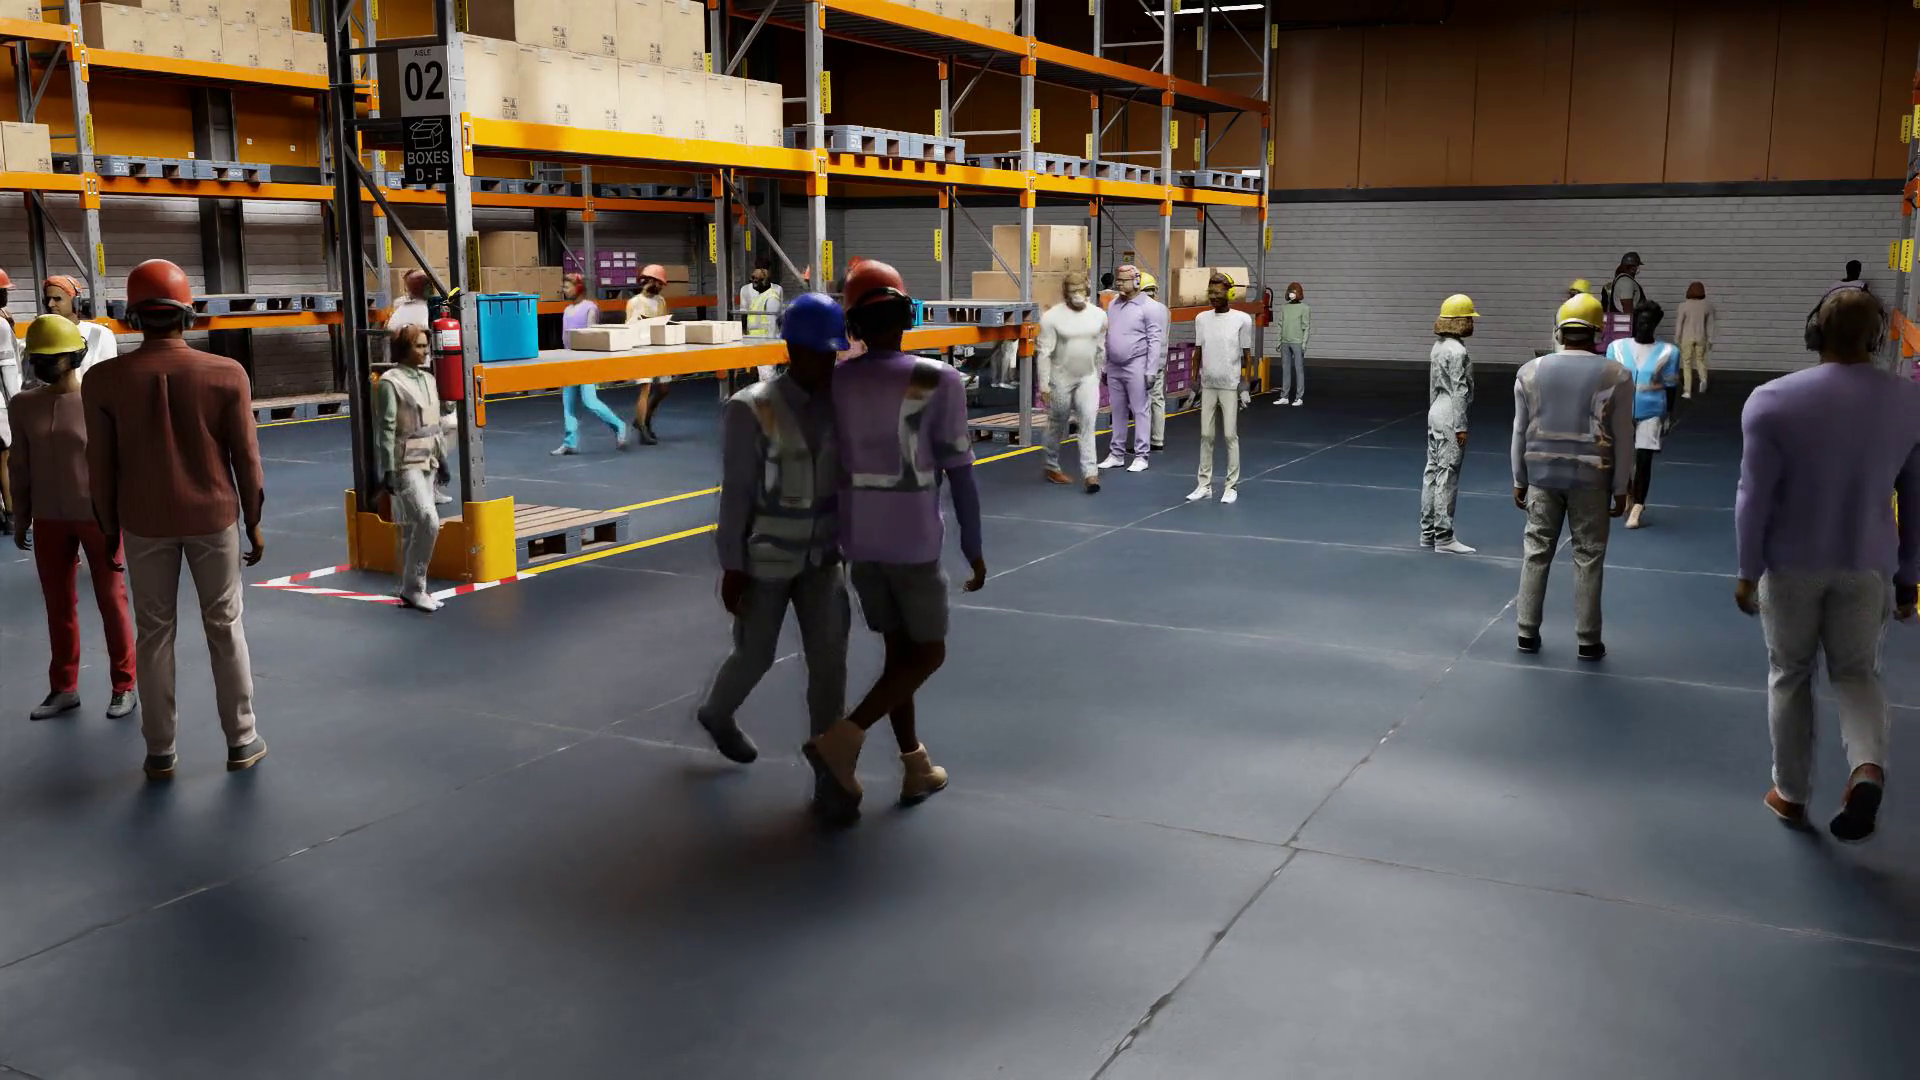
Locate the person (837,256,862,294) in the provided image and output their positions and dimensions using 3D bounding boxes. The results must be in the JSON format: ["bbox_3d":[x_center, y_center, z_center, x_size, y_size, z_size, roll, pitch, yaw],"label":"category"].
[{"bbox_3d":[-1.616,-3.446,26.044,0.645,1.969,0.463,-1,10,-5],"label":"person"}]

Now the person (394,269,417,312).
[{"bbox_3d":[-6.234,-2.191,19.131,0.528,1.851,0.713,0,10,1],"label":"person"}]

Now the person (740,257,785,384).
[{"bbox_3d":[-2.639,-2.803,22.321,0.607,1.965,0.366,0,10,3],"label":"person"}]

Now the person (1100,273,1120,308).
[{"bbox_3d":[2.423,-3.537,27.349,0.535,1.697,0.318,2,10,11],"label":"person"}]

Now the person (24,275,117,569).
[{"bbox_3d":[-5.577,-0.716,10.474,0.584,1.882,0.346,0,10,0],"label":"person"}]

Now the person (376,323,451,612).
[{"bbox_3d":[-3.021,-0.397,9.346,0.433,1.623,0.538,2,10,10],"label":"person"}]

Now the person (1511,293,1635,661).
[{"bbox_3d":[3.058,-0.312,8.329,0.591,1.823,0.405,7,12,35],"label":"person"}]

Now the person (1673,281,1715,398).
[{"bbox_3d":[10.234,-2.783,23.177,0.512,1.620,0.412,1,10,4],"label":"person"}]

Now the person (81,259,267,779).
[{"bbox_3d":[-3.010,-0.073,6.426,0.612,1.997,0.375,-4,10,-21],"label":"person"}]

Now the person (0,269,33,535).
[{"bbox_3d":[-6.904,-1.005,11.977,0.547,1.942,0.344,7,12,35],"label":"person"}]

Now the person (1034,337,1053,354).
[{"bbox_3d":[1.273,-2.902,23.069,0.544,1.911,0.659,-1,10,-6],"label":"person"}]

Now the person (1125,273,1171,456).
[{"bbox_3d":[1.851,-1.745,16.604,0.404,1.824,0.591,9,13,42],"label":"person"}]

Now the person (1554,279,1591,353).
[{"bbox_3d":[7.120,-2.160,19.309,0.893,1.720,0.535,-8,13,-38],"label":"person"}]

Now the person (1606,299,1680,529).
[{"bbox_3d":[5.032,-0.940,12.327,0.546,1.685,0.535,6,12,31],"label":"person"}]

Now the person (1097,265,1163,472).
[{"bbox_3d":[1.555,-1.586,15.440,0.402,1.911,0.638,-9,13,-42],"label":"person"}]

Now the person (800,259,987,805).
[{"bbox_3d":[-0.267,0.009,5.945,0.639,1.999,0.689,5,11,29],"label":"person"}]

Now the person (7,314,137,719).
[{"bbox_3d":[-3.835,-0.089,7.193,0.532,1.765,0.328,0,10,-2],"label":"person"}]

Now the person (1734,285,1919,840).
[{"bbox_3d":[2.974,0.102,5.666,0.625,1.922,0.669,2,10,14],"label":"person"}]

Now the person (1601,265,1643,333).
[{"bbox_3d":[10.436,-3.429,26.306,0.634,1.839,0.429,2,10,12],"label":"person"}]

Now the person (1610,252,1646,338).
[{"bbox_3d":[9.809,-3.197,24.386,0.538,2.000,0.687,2,10,9],"label":"person"}]

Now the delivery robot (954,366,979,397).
[{"bbox_3d":[-0.075,-2.013,21.555,0.477,0.478,0.707,8,13,39],"label":"delivery robot"}]

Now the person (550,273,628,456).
[{"bbox_3d":[-3.764,-1.765,16.706,0.743,1.825,0.579,-10,14,-44],"label":"person"}]

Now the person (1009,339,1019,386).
[{"bbox_3d":[0.807,-3.175,25.411,0.307,1.643,0.514,-1,10,-7],"label":"person"}]

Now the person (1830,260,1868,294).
[{"bbox_3d":[13.236,-3.208,24.815,0.392,1.914,0.587,-6,11,-29],"label":"person"}]

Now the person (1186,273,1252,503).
[{"bbox_3d":[2.108,-1.227,13.491,0.532,1.864,0.312,6,11,31],"label":"person"}]

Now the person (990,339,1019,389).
[{"bbox_3d":[0.631,-3.217,24.831,0.373,1.927,0.589,-9,13,-41],"label":"person"}]

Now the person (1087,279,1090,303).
[{"bbox_3d":[1.593,-3.012,23.307,0.609,2.044,0.397,-4,11,-23],"label":"person"}]

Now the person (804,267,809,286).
[{"bbox_3d":[-1.559,-1.930,17.421,0.552,1.923,0.543,8,13,40],"label":"person"}]

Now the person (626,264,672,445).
[{"bbox_3d":[-3.357,-1.983,17.746,0.539,1.905,0.576,6,11,31],"label":"person"}]

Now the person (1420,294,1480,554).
[{"bbox_3d":[3.334,-0.785,11.280,0.295,1.744,0.484,-1,10,-5],"label":"person"}]

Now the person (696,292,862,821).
[{"bbox_3d":[-0.683,0.030,6.144,0.626,1.898,0.905,-7,12,-36],"label":"person"}]

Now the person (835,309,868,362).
[{"bbox_3d":[-0.760,-1.177,13.109,0.634,1.900,0.398,7,12,35],"label":"person"}]

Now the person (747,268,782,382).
[{"bbox_3d":[-2.401,-2.412,20.455,0.429,1.837,0.629,-4,11,-22],"label":"person"}]

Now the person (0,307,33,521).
[{"bbox_3d":[-7.108,-0.927,12.406,0.523,1.638,0.311,0,10,0],"label":"person"}]

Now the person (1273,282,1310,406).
[{"bbox_3d":[4.414,-2.600,22.098,0.280,1.636,0.500,-9,13,-42],"label":"person"}]

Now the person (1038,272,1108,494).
[{"bbox_3d":[0.949,-1.346,14.189,0.638,1.868,1.099,-3,10,-15],"label":"person"}]

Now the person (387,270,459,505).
[{"bbox_3d":[-4.251,-1.182,13.156,0.662,1.886,0.491,7,12,37],"label":"person"}]
